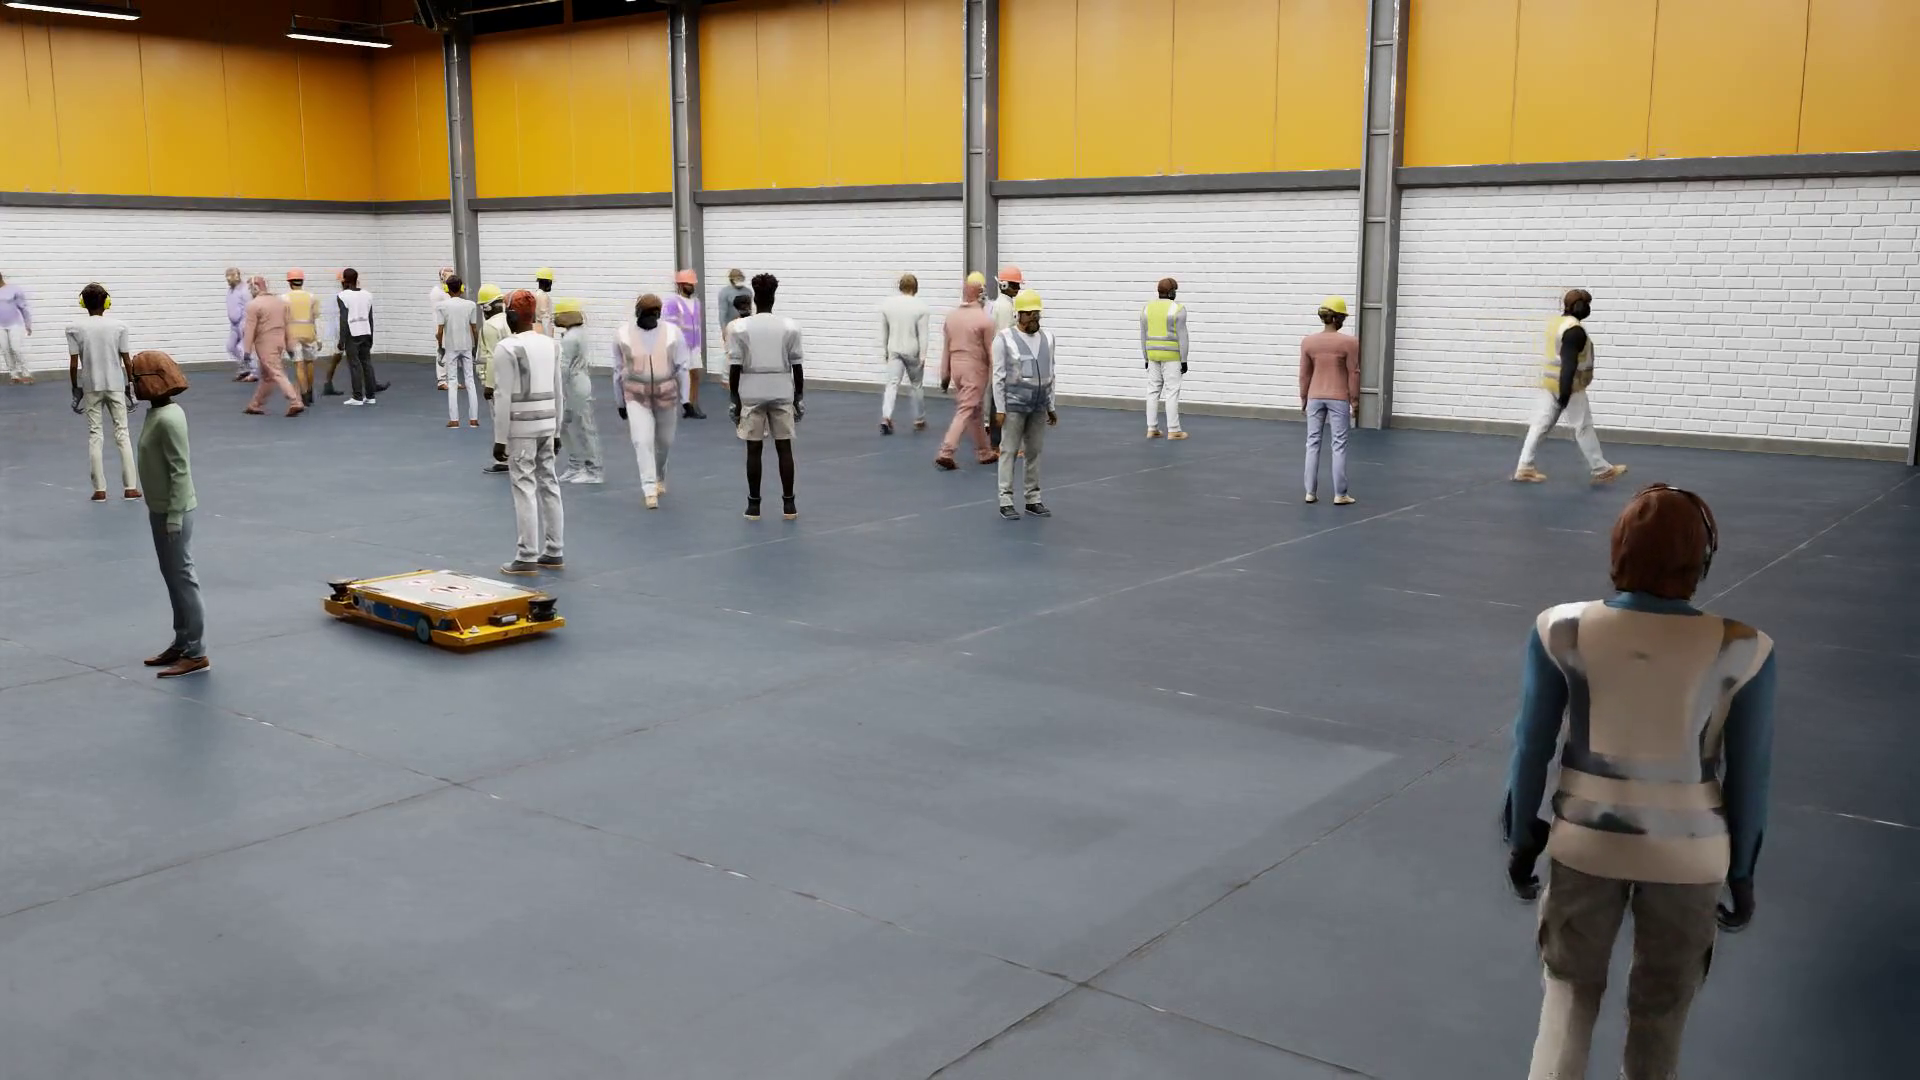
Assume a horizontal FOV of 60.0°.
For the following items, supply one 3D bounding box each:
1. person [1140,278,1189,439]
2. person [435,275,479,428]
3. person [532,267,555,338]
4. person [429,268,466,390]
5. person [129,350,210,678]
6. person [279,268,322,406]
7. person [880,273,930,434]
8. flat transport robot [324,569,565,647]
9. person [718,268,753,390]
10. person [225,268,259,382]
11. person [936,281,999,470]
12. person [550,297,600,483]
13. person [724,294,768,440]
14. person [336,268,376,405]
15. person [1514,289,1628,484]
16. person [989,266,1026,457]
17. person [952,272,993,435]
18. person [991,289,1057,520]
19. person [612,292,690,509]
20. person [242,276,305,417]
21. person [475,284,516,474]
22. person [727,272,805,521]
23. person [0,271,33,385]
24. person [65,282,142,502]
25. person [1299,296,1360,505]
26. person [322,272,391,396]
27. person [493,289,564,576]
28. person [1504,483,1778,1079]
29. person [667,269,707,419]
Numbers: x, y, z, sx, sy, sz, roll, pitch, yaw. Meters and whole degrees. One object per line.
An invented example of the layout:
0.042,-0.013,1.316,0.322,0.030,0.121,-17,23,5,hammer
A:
2.361,-2.071,19.042,0.625,1.844,0.429,8,13,41,person
-6.110,-2.291,20.261,0.507,1.865,0.329,-5,11,-26,person
-5.941,-2.933,23.804,0.369,1.929,0.586,-5,11,-25,person
-7.973,-3.282,25.931,0.401,1.903,0.644,2,10,13,person
-3.989,-0.134,8.366,0.276,1.633,0.507,-7,12,-35,person
-9.275,-2.836,23.284,0.566,1.908,0.823,-7,12,-34,person
-0.671,-2.209,19.716,0.641,1.901,1.001,3,10,16,person
-2.944,0.362,9.440,1.431,0.197,0.652,8,13,40,flat transport robot
-3.442,-3.237,25.674,0.649,1.885,0.910,-7,12,-37,person
-11.912,-3.555,27.536,0.661,1.886,0.529,7,12,36,person
0.092,-1.626,16.438,0.972,1.858,0.682,-8,13,-41,person
-3.575,-1.361,15.266,0.540,1.716,0.480,-2,10,-9,person
-2.451,-1.956,18.879,0.567,1.657,0.444,-10,14,-44,person
-8.494,-2.861,23.425,0.366,1.915,0.597,5,11,26,person
5.624,-1.402,15.293,1.012,1.786,0.642,1,10,3,person
0.484,-1.864,17.405,0.391,1.989,0.610,-1,10,-6,person
0.196,-2.160,19.412,0.617,1.886,0.949,-1,10,-4,person
0.533,-1.083,13.312,0.591,1.834,0.404,-6,11,-30,person
-2.622,-1.202,14.119,0.627,1.803,0.866,-3,10,-15,person
-9.007,-2.519,21.699,1.081,1.836,0.656,3,10,16,person
-4.452,-1.542,16.025,0.404,1.821,0.590,1,10,7,person
-1.538,-1.134,13.224,0.613,1.963,0.362,-2,10,-12,person
-15.320,-3.419,26.722,0.649,1.896,0.533,-2,10,-9,person
-7.328,-1.260,14.231,0.519,1.874,0.327,-4,11,-24,person
3.124,-1.173,14.054,0.523,1.761,0.328,6,12,32,person
-9.123,-3.099,24.920,1.002,1.867,0.539,-5,11,-26,person
-2.841,-0.706,10.994,0.338,1.879,0.569,5,11,26,person
1.420,0.700,3.542,0.522,1.629,0.493,5,11,28,person
-3.548,-2.521,21.417,0.630,1.926,0.558,8,13,39,person
